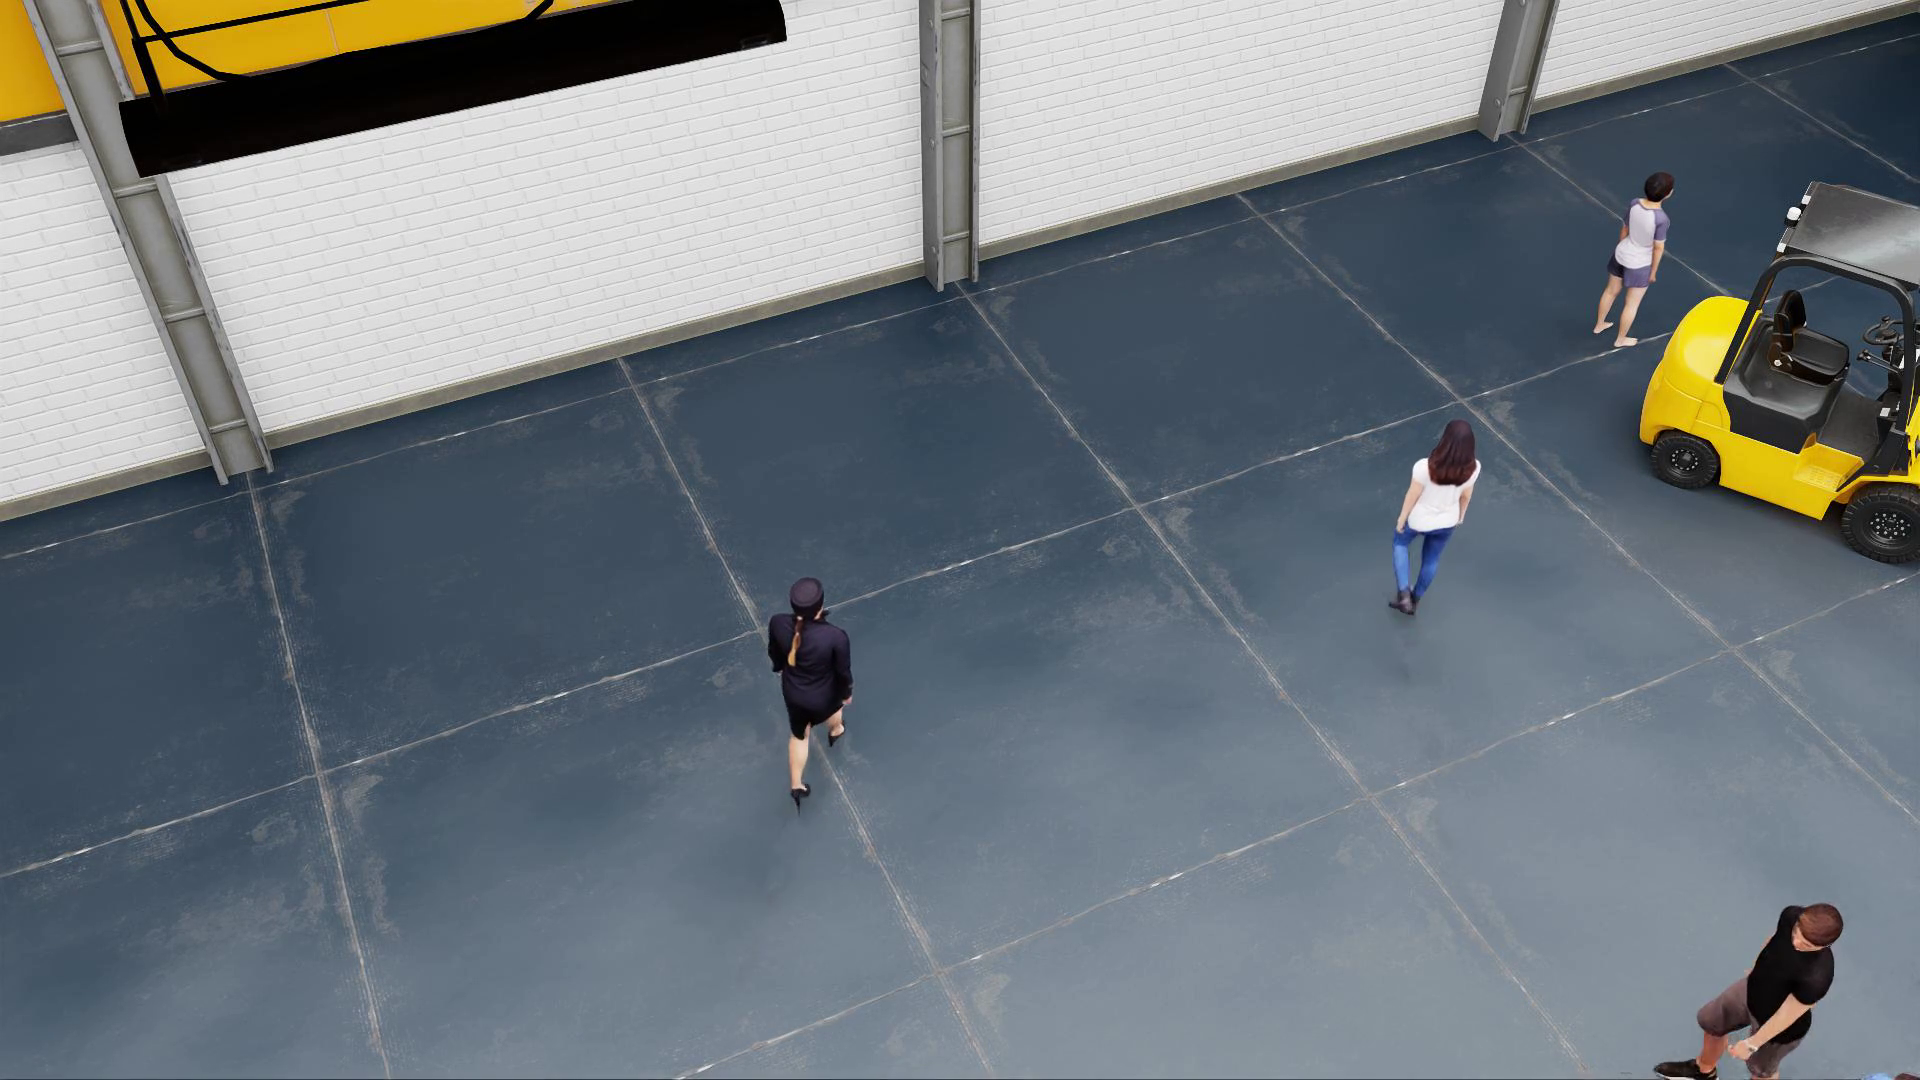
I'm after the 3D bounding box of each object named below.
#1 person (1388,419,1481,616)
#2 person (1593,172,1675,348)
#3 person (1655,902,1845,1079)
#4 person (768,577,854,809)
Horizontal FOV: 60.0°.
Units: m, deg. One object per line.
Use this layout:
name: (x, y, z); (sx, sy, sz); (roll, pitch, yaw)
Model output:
person: (3.150, -0.060, 11.077); (0.679, 1.674, 0.784); (-2, 44, -2)
person: (5.488, -2.292, 13.499); (0.532, 1.565, 0.569); (-20, 47, -20)
person: (4.196, 2.379, 8.405); (0.927, 1.828, 0.871); (1, 44, 1)
person: (-0.930, 0.939, 10.055); (1.108, 1.638, 1.135); (11, 45, 11)
